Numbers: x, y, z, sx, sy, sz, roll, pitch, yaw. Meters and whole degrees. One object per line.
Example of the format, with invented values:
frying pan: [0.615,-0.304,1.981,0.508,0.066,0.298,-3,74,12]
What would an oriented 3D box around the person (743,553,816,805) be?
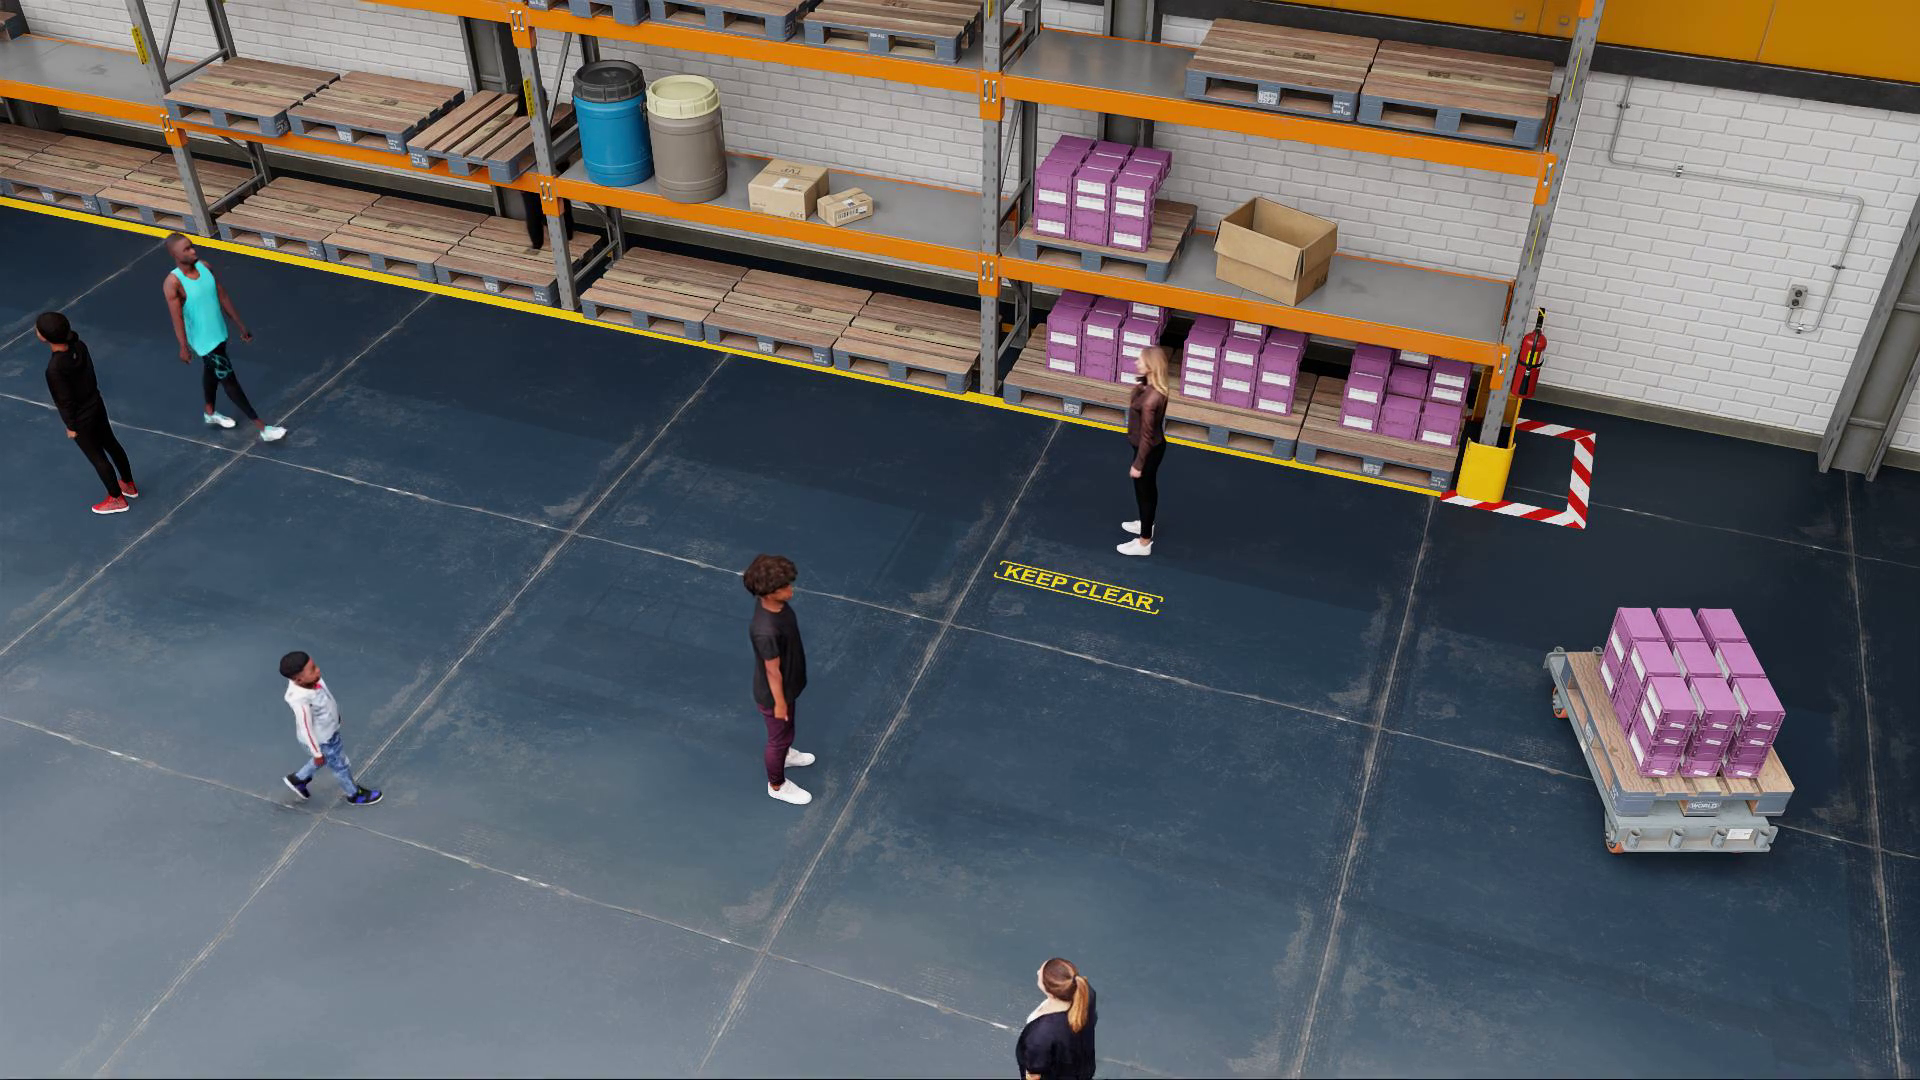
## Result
person: [-1.087,0.802,9.950,0.664,1.781,0.694,0,39,0]

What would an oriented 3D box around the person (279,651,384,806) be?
person: [-3.880,1.140,9.955,0.853,1.248,0.706,-5,39,-6]

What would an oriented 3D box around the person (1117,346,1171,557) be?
person: [1.338,-0.640,11.817,0.529,1.705,0.623,9,39,11]

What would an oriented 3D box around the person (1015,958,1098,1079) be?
person: [0.535,2.568,7.825,0.866,1.674,0.775,31,48,33]

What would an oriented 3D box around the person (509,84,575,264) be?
person: [-3.780,-3.324,15.092,0.777,1.813,0.837,-16,41,-19]

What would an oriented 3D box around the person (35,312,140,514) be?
person: [-6.430,-0.947,12.226,0.620,1.675,0.652,3,39,4]

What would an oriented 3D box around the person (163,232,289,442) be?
person: [-5.929,-1.579,12.936,1.114,1.776,0.685,10,40,13]
